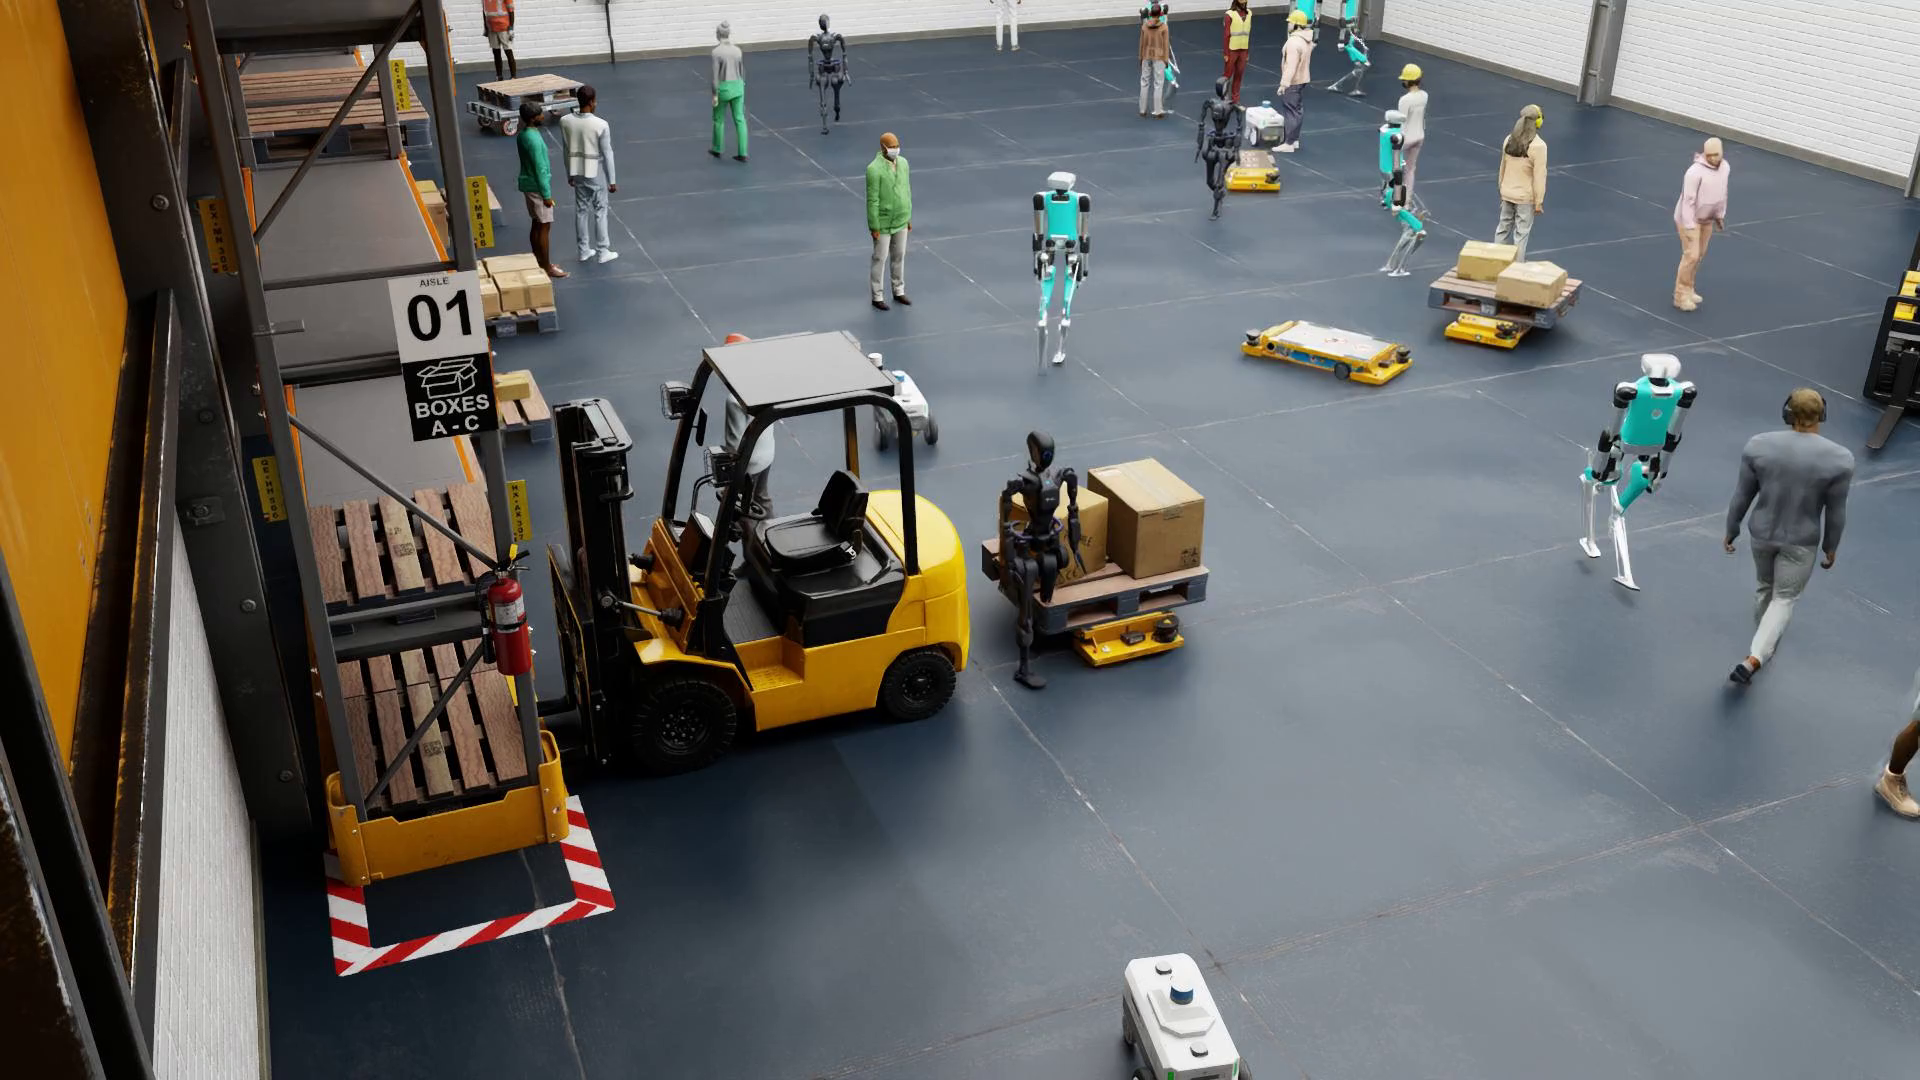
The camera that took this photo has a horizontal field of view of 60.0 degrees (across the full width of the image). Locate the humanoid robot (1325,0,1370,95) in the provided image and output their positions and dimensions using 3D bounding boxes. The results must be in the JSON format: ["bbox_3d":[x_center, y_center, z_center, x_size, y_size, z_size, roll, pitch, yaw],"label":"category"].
[{"bbox_3d":[6.189,-7.766,25.827,0.906,1.775,0.577,14,30,26],"label":"humanoid robot"}]

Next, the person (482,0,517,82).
[{"bbox_3d":[-7.255,-8.060,26.142,0.600,1.957,0.374,12,29,23],"label":"person"}]

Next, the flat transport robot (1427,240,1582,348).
[{"bbox_3d":[5.349,-2.231,16.425,0.659,0.231,1.431,17,31,30],"label":"flat transport robot"}]

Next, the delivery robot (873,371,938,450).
[{"bbox_3d":[-0.506,-1.121,13.878,0.499,0.575,0.750,-7,28,-13],"label":"delivery robot"}]

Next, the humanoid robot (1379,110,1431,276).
[{"bbox_3d":[4.723,-3.651,17.621,0.708,1.784,0.540,-2,27,-4],"label":"humanoid robot"}]

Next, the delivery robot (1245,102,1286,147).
[{"bbox_3d":[4.265,-5.795,23.217,0.499,0.614,0.803,-5,27,-10],"label":"delivery robot"}]

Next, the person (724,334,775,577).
[{"bbox_3d":[-1.472,-0.589,11.524,0.350,1.737,0.572,9,28,17],"label":"person"}]

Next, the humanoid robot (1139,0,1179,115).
[{"bbox_3d":[3.037,-7.126,24.546,0.570,1.778,0.784,-21,33,-35],"label":"humanoid robot"}]

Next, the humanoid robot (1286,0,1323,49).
[{"bbox_3d":[5.222,-7.742,25.806,0.542,1.802,0.927,14,30,26],"label":"humanoid robot"}]

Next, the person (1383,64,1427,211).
[{"bbox_3d":[5.339,-4.787,19.861,0.562,1.757,0.358,-18,32,-32],"label":"person"}]

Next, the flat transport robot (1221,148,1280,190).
[{"bbox_3d":[3.746,-4.803,21.541,0.659,0.231,1.431,2,27,3],"label":"flat transport robot"}]

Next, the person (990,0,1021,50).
[{"bbox_3d":[0.805,-9.591,29.272,0.576,1.881,0.362,3,27,5],"label":"person"}]

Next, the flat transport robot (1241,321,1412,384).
[{"bbox_3d":[3.415,-1.766,15.500,1.431,0.231,0.659,20,33,34],"label":"flat transport robot"}]

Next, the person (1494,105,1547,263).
[{"bbox_3d":[5.825,-3.581,17.324,0.411,1.877,0.553,-16,31,-28],"label":"person"}]

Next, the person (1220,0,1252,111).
[{"bbox_3d":[4.111,-7.296,24.829,0.477,1.767,0.358,-14,30,-26],"label":"person"}]

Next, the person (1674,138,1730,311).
[{"bbox_3d":[7.405,-3.173,16.651,0.555,1.747,0.584,-11,29,-21],"label":"person"}]

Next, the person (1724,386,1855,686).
[{"bbox_3d":[5.022,-0.004,10.197,0.652,1.886,0.873,19,33,33],"label":"person"}]

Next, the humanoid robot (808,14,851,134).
[{"bbox_3d":[-1.858,-6.670,23.770,0.613,1.643,0.793,0,27,1],"label":"humanoid robot"}]

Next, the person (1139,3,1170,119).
[{"bbox_3d":[2.841,-7.035,24.447,0.464,1.648,0.324,12,29,22],"label":"person"}]

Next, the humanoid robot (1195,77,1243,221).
[{"bbox_3d":[3.114,-4.679,19.758,0.604,1.634,0.705,16,31,28],"label":"humanoid robot"}]

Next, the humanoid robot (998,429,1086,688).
[{"bbox_3d":[0.512,0.082,10.294,0.588,1.643,0.589,-13,30,-25],"label":"humanoid robot"}]

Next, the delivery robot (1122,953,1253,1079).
[{"bbox_3d":[0.966,2.190,7.314,0.499,0.596,0.795,-5,27,-10],"label":"delivery robot"}]

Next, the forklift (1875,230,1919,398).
[{"bbox_3d":[9.029,-2.397,14.618,1.214,2.155,2.313,18,32,32],"label":"forklift"}]

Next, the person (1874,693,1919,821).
[{"bbox_3d":[5.324,0.733,8.607,0.615,1.997,0.988,-7,27,-13],"label":"person"}]

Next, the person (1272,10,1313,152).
[{"bbox_3d":[4.552,-6.227,22.590,0.407,1.870,0.804,13,30,25],"label":"person"}]

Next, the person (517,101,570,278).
[{"bbox_3d":[-4.466,-3.693,17.575,0.397,1.850,0.493,-15,30,-27],"label":"person"}]

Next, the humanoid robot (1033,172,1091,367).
[{"bbox_3d":[0.876,-2.343,15.144,0.540,1.899,0.720,6,27,12],"label":"humanoid robot"}]

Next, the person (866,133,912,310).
[{"bbox_3d":[-0.713,-3.195,16.674,0.534,1.778,0.390,-23,35,-38],"label":"person"}]

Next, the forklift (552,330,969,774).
[{"bbox_3d":[-1.094,0.010,9.831,2.313,2.155,1.214,-10,28,-20],"label":"forklift"}]

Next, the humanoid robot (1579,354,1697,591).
[{"bbox_3d":[4.547,-0.543,11.451,0.536,1.740,0.953,-1,27,-2],"label":"humanoid robot"}]

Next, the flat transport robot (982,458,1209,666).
[{"bbox_3d":[0.875,0.390,11.212,0.659,0.231,1.431,-11,29,-21],"label":"flat transport robot"}]

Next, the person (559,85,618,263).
[{"bbox_3d":[-4.015,-3.950,18.024,0.600,1.907,0.398,9,28,17],"label":"person"}]

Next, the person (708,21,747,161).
[{"bbox_3d":[-3.137,-6.004,22.204,0.564,1.810,0.829,-20,33,-35],"label":"person"}]
